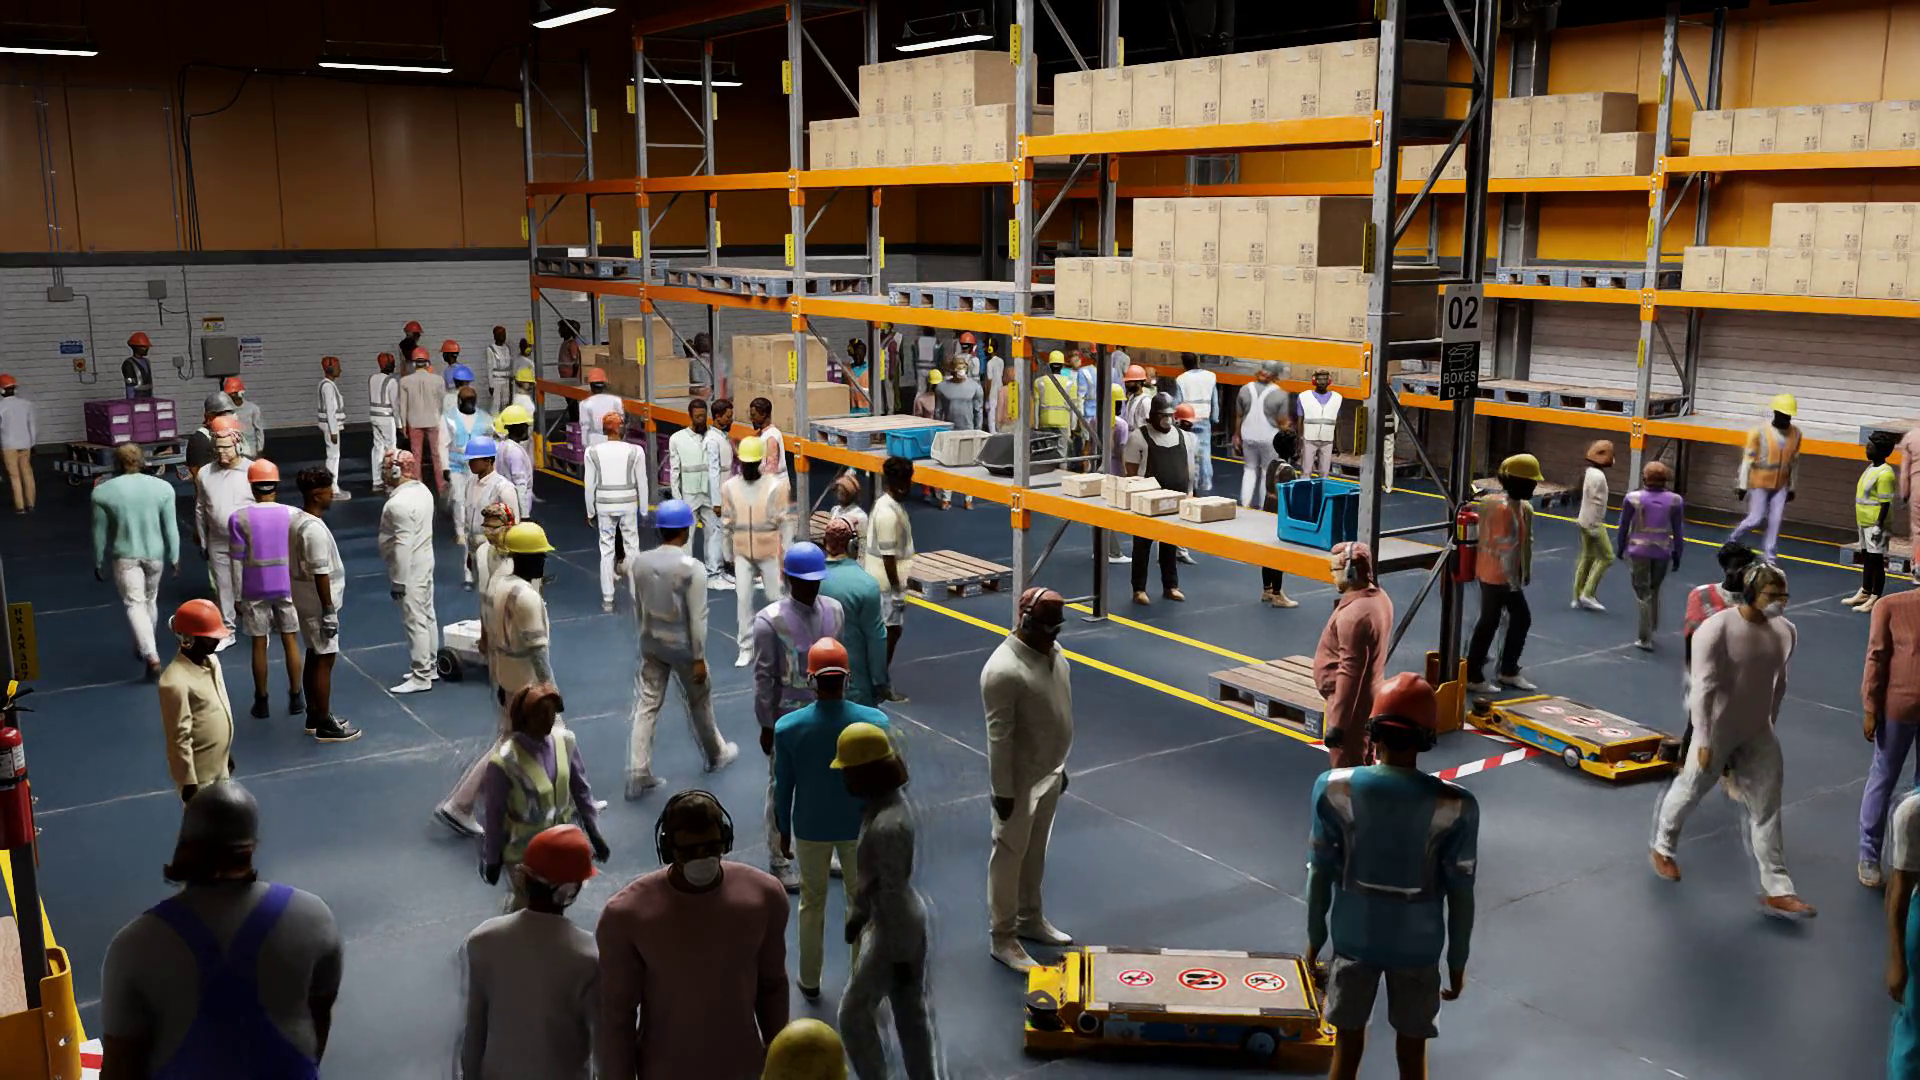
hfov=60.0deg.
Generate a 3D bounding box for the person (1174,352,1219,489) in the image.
[{"bbox_3d":[3.220,-1.630,22.597,0.626,1.884,0.464,-1,11,-4],"label":"person"}]

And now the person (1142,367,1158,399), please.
[{"bbox_3d":[2.595,-1.582,23.044,0.286,1.625,0.512,8,14,36],"label":"person"}]

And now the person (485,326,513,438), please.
[{"bbox_3d":[-7.656,-2.620,27.701,0.363,1.876,0.577,6,12,26],"label":"person"}]

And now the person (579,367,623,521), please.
[{"bbox_3d":[-4.270,-1.117,19.939,0.546,1.907,0.887,-5,12,-24],"label":"person"}]

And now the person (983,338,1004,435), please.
[{"bbox_3d":[0.499,-2.132,25.224,0.332,1.864,0.505,5,12,25],"label":"person"}]

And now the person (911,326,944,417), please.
[{"bbox_3d":[-0.578,-2.972,29.671,0.629,1.819,0.772,3,11,14],"label":"person"}]

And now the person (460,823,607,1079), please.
[{"bbox_3d":[-1.414,1.803,5.489,0.599,1.711,0.813,5,12,23],"label":"person"}]

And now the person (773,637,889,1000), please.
[{"bbox_3d":[-0.601,1.318,7.872,0.563,1.743,0.350,-1,11,-6],"label":"person"}]

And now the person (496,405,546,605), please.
[{"bbox_3d":[-4.186,-0.318,15.762,0.364,1.930,0.588,-6,13,-28],"label":"person"}]

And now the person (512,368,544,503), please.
[{"bbox_3d":[-5.572,-1.319,21.326,0.318,1.766,0.531,0,11,1],"label":"person"}]

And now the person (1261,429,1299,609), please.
[{"bbox_3d":[3.045,-0.208,15.796,0.322,1.697,0.533,-1,11,-7],"label":"person"}]

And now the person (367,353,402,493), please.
[{"bbox_3d":[-7.723,-1.576,22.360,0.582,1.877,0.373,8,14,35],"label":"person"}]

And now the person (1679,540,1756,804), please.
[{"bbox_3d":[4.819,0.830,10.489,0.537,1.695,0.321,2,11,9],"label":"person"}]

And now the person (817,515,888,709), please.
[{"bbox_3d":[-0.693,0.790,10.149,0.639,1.907,0.409,7,13,32],"label":"person"}]

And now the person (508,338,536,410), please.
[{"bbox_3d":[-6.710,-2.174,25.477,0.525,1.845,0.438,6,13,29],"label":"person"}]

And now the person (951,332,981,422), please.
[{"bbox_3d":[0.103,-2.207,25.443,0.543,1.929,0.386,8,14,36],"label":"person"}]

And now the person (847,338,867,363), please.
[{"bbox_3d":[-1.562,-2.087,24.970,0.317,1.871,0.531,5,12,24],"label":"person"}]

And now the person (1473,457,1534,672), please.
[{"bbox_3d":[4.445,0.195,13.577,0.340,1.760,0.525,-7,13,-34],"label":"person"}]

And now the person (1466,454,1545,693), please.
[{"bbox_3d":[4.263,0.270,12.844,0.707,1.894,0.626,5,12,26],"label":"person"}]

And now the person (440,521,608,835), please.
[{"bbox_3d":[-2.687,0.824,10.043,0.970,1.892,0.583,-4,12,-22],"label":"person"}]

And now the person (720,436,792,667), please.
[{"bbox_3d":[-1.686,0.066,13.859,0.603,1.911,0.678,2,11,8],"label":"person"}]

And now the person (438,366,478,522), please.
[{"bbox_3d":[-5.912,-1.112,19.807,0.641,1.933,0.434,8,13,34],"label":"person"}]

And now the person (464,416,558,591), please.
[{"bbox_3d":[-4.538,-0.362,16.452,0.862,1.795,0.640,-10,15,-42],"label":"person"}]

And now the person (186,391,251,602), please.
[{"bbox_3d":[-6.987,-0.407,15.934,0.539,2.000,0.688,3,12,16],"label":"person"}]

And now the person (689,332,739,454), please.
[{"bbox_3d":[-3.643,-2.055,24.367,0.763,2.000,0.716,9,14,38],"label":"person"}]

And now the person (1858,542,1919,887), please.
[{"bbox_3d":[5.288,0.940,9.158,0.609,1.995,0.378,1,11,6],"label":"person"}]

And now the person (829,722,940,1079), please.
[{"bbox_3d":[-0.319,1.566,6.659,0.564,1.713,0.506,0,11,1],"label":"person"}]

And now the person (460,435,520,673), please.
[{"bbox_3d":[-3.820,0.113,13.512,0.615,1.945,0.404,9,14,38],"label":"person"}]

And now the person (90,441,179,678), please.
[{"bbox_3d":[-6.662,0.144,13.503,0.635,1.891,1.014,-8,14,-37],"label":"person"}]

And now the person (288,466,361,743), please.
[{"bbox_3d":[-4.525,0.447,11.758,0.361,1.962,0.617,-7,13,-33],"label":"person"}]

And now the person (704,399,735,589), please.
[{"bbox_3d":[-2.407,-0.459,16.551,0.401,1.909,0.599,0,11,-2],"label":"person"}]

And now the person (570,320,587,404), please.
[{"bbox_3d":[-6.540,-2.804,28.490,0.374,1.933,0.625,0,11,1],"label":"person"}]

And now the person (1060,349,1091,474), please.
[{"bbox_3d":[1.700,-1.847,23.881,0.589,1.815,0.740,0,11,2],"label":"person"}]

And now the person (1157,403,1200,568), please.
[{"bbox_3d":[2.332,-0.576,17.566,0.570,1.743,0.350,-8,14,-35],"label":"person"}]

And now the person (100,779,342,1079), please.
[{"bbox_3d":[-2.235,1.710,5.101,0.701,2.000,0.855,-6,12,-27],"label":"person"}]

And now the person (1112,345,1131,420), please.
[{"bbox_3d":[2.534,-2.362,26.484,0.360,1.834,0.520,-8,14,-37],"label":"person"}]

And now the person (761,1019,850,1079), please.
[{"bbox_3d":[-0.396,2.039,4.214,0.489,1.731,0.325,4,12,19],"label":"person"}]

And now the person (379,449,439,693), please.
[{"bbox_3d":[-4.314,0.240,12.972,0.399,1.908,0.643,0,11,-1],"label":"person"}]

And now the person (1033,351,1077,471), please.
[{"bbox_3d":[1.263,-1.557,22.152,0.581,1.919,0.393,1,11,3],"label":"person"}]

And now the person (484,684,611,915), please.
[{"bbox_3d":[-1.911,1.434,7.667,0.884,1.588,0.516,6,13,28],"label":"person"}]

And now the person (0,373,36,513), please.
[{"bbox_3d":[-11.835,-1.203,20.771,0.358,1.749,0.567,5,12,25],"label":"person"}]

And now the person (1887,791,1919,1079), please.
[{"bbox_3d":[3.761,1.583,6.286,0.524,1.827,0.511,1,11,7],"label":"person"}]

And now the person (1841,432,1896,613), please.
[{"bbox_3d":[8.539,-0.161,15.558,0.319,1.697,0.533,2,11,12],"label":"person"}]

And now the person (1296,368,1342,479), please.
[{"bbox_3d":[4.411,-1.200,20.492,0.563,1.847,0.390,-1,11,-5],"label":"person"}]
